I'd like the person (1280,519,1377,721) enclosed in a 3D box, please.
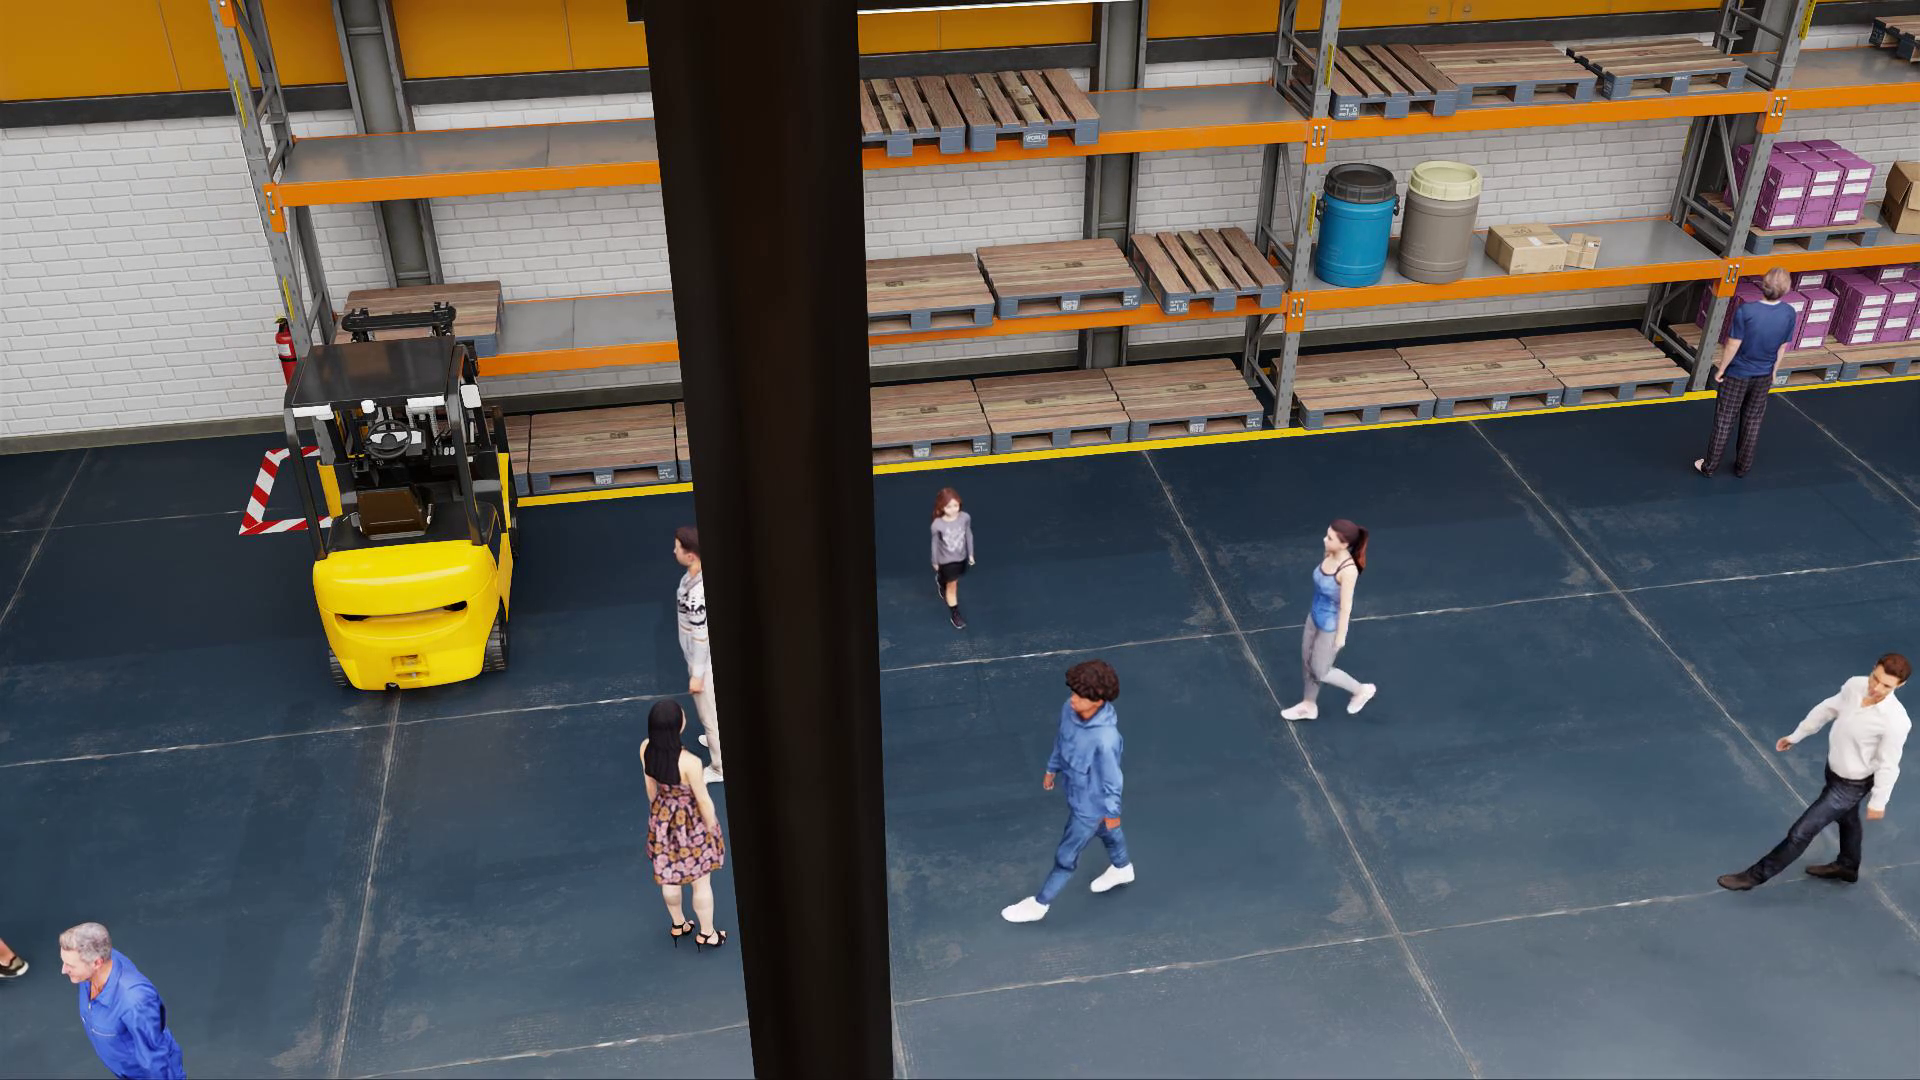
[{"bbox_3d":[2.482,0.550,10.949,0.839,1.597,0.591,-3,34,-5],"label":"person"}]

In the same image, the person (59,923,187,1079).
[{"bbox_3d":[-3.834,2.467,7.859,0.779,1.825,0.808,25,41,33],"label":"person"}]

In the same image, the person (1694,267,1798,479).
[{"bbox_3d":[6.443,-1.359,13.573,0.576,1.871,0.770,3,34,4],"label":"person"}]

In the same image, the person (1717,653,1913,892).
[{"bbox_3d":[5.160,1.367,9.517,1.217,1.821,0.898,2,34,3],"label":"person"}]

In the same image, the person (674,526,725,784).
[{"bbox_3d":[-1.589,0.706,10.476,0.664,1.860,0.744,3,34,5],"label":"person"}]

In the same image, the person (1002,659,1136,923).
[{"bbox_3d":[0.807,1.411,9.502,1.186,1.765,0.836,-12,35,-17],"label":"person"}]

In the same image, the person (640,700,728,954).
[{"bbox_3d":[-1.536,1.593,9.220,0.790,1.775,0.863,16,37,22],"label":"person"}]

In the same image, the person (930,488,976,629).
[{"bbox_3d":[-0.074,0.071,12.124,0.753,1.094,0.685,-18,37,-24],"label":"person"}]
